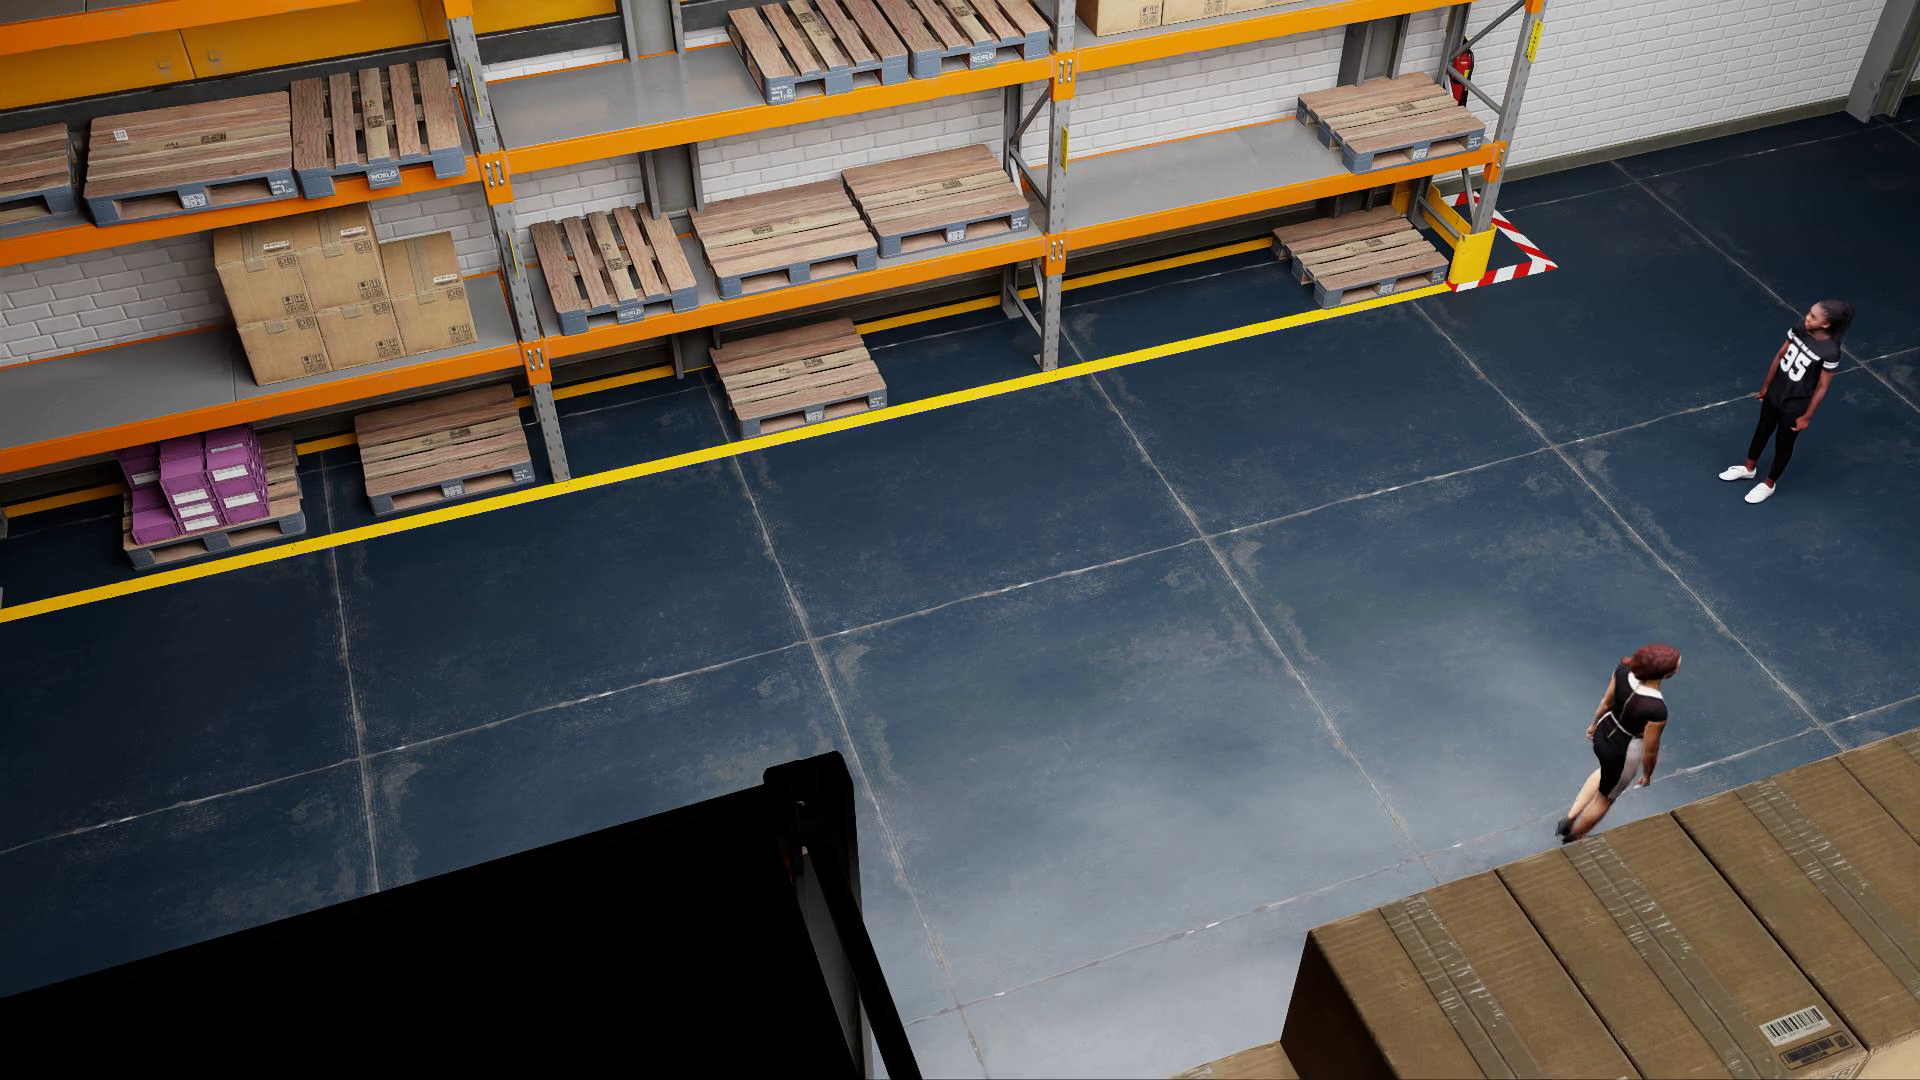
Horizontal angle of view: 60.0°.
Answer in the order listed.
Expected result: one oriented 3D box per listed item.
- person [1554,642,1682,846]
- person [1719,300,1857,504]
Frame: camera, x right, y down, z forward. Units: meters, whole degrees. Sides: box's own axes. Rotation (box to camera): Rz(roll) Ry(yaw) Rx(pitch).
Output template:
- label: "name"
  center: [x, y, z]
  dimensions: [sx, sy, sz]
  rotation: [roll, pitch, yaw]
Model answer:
- label: "person"
  center: [3.700, 1.246, 9.553]
  dimensions: [0.621, 1.783, 0.604]
  rotation: [-12, 45, -13]
- label: "person"
  center: [5.974, -1.017, 11.967]
  dimensions: [0.531, 1.731, 0.606]
  rotation: [-15, 46, -15]
